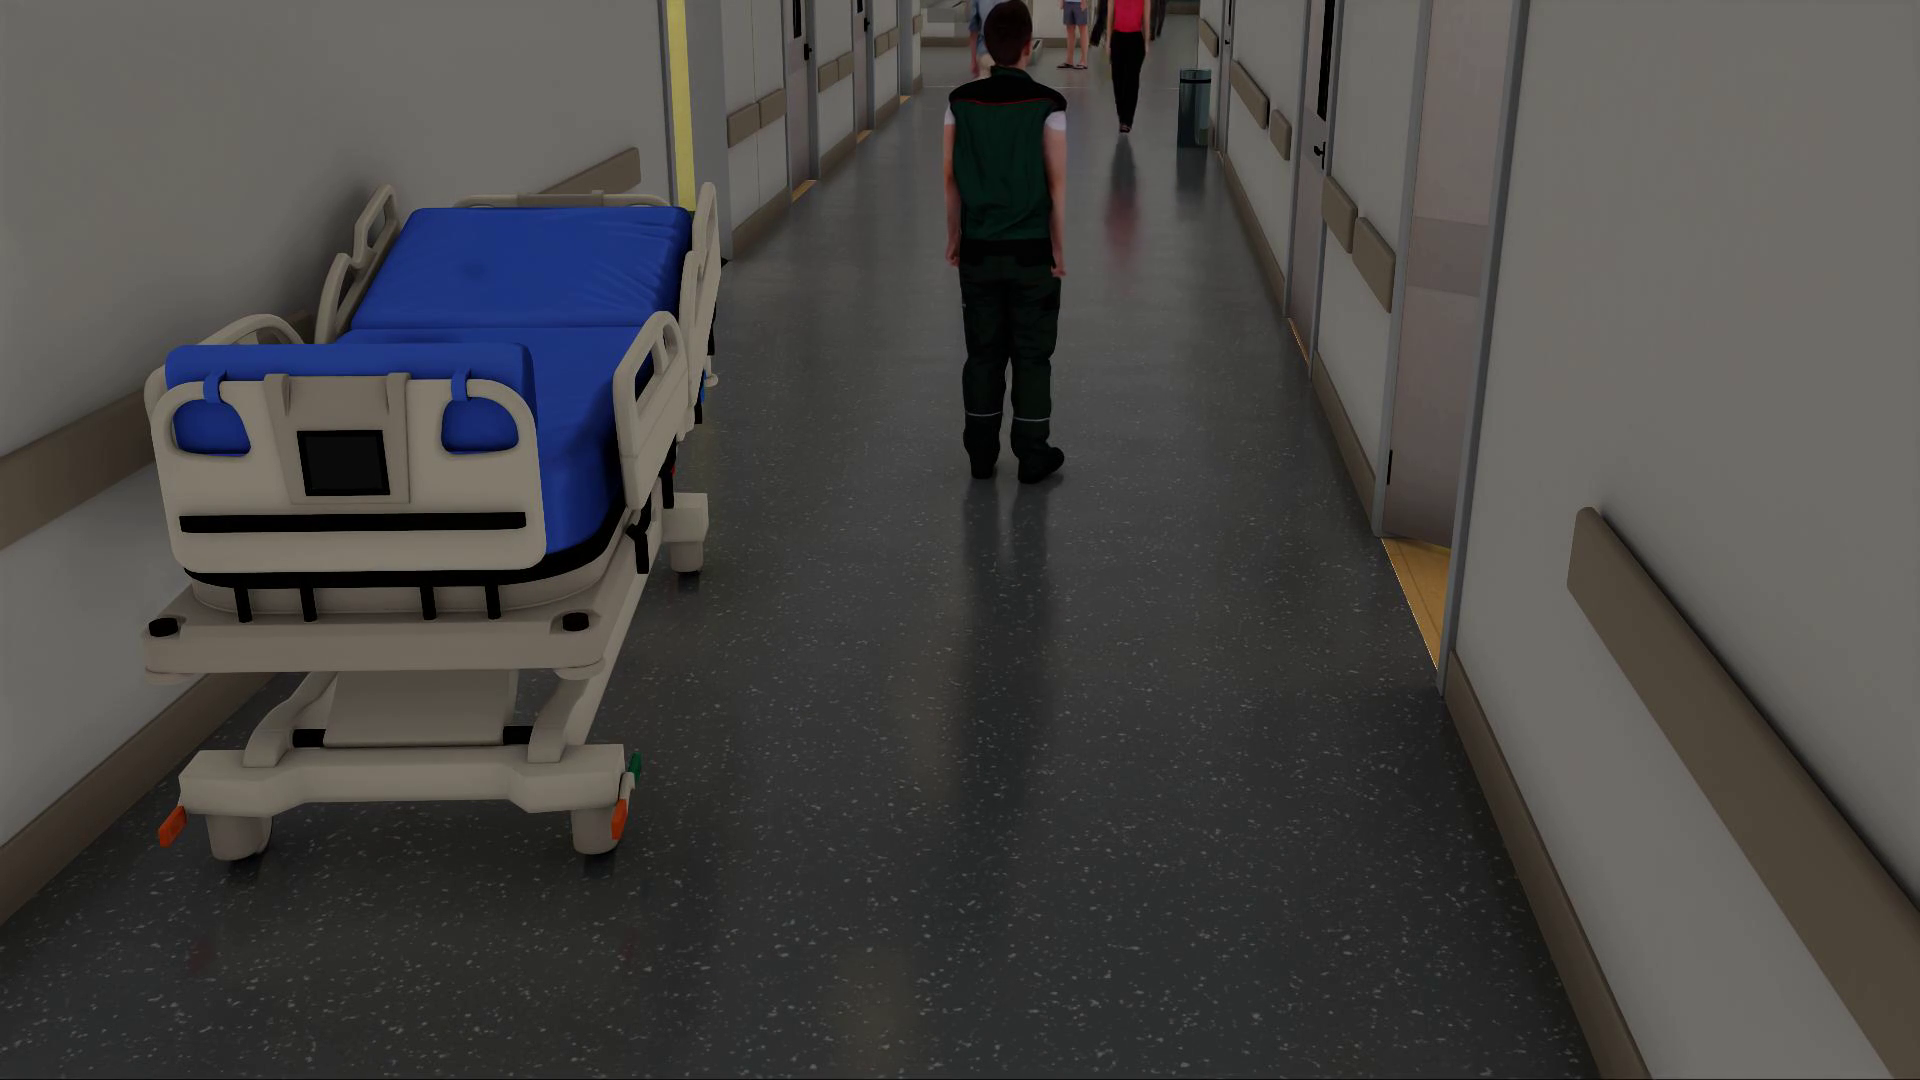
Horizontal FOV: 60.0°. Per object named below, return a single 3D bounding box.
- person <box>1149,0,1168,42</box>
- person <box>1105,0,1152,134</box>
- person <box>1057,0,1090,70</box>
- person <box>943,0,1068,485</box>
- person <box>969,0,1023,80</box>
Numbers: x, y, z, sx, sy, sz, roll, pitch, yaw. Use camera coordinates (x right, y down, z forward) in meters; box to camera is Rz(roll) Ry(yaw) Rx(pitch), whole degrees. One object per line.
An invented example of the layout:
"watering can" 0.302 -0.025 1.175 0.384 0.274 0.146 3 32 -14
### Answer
"person" 3.475 -9.604 29.026 0.976 1.692 0.675 3 21 8
"person" 1.690 -4.962 16.875 1.058 1.618 0.739 4 21 10
"person" 1.684 -7.716 23.847 0.787 1.831 0.716 -18 27 -39
"person" 0.188 -1.140 6.464 0.588 1.842 0.749 7 22 17
"person" 0.315 -4.265 14.741 1.030 1.827 0.829 5 21 13
